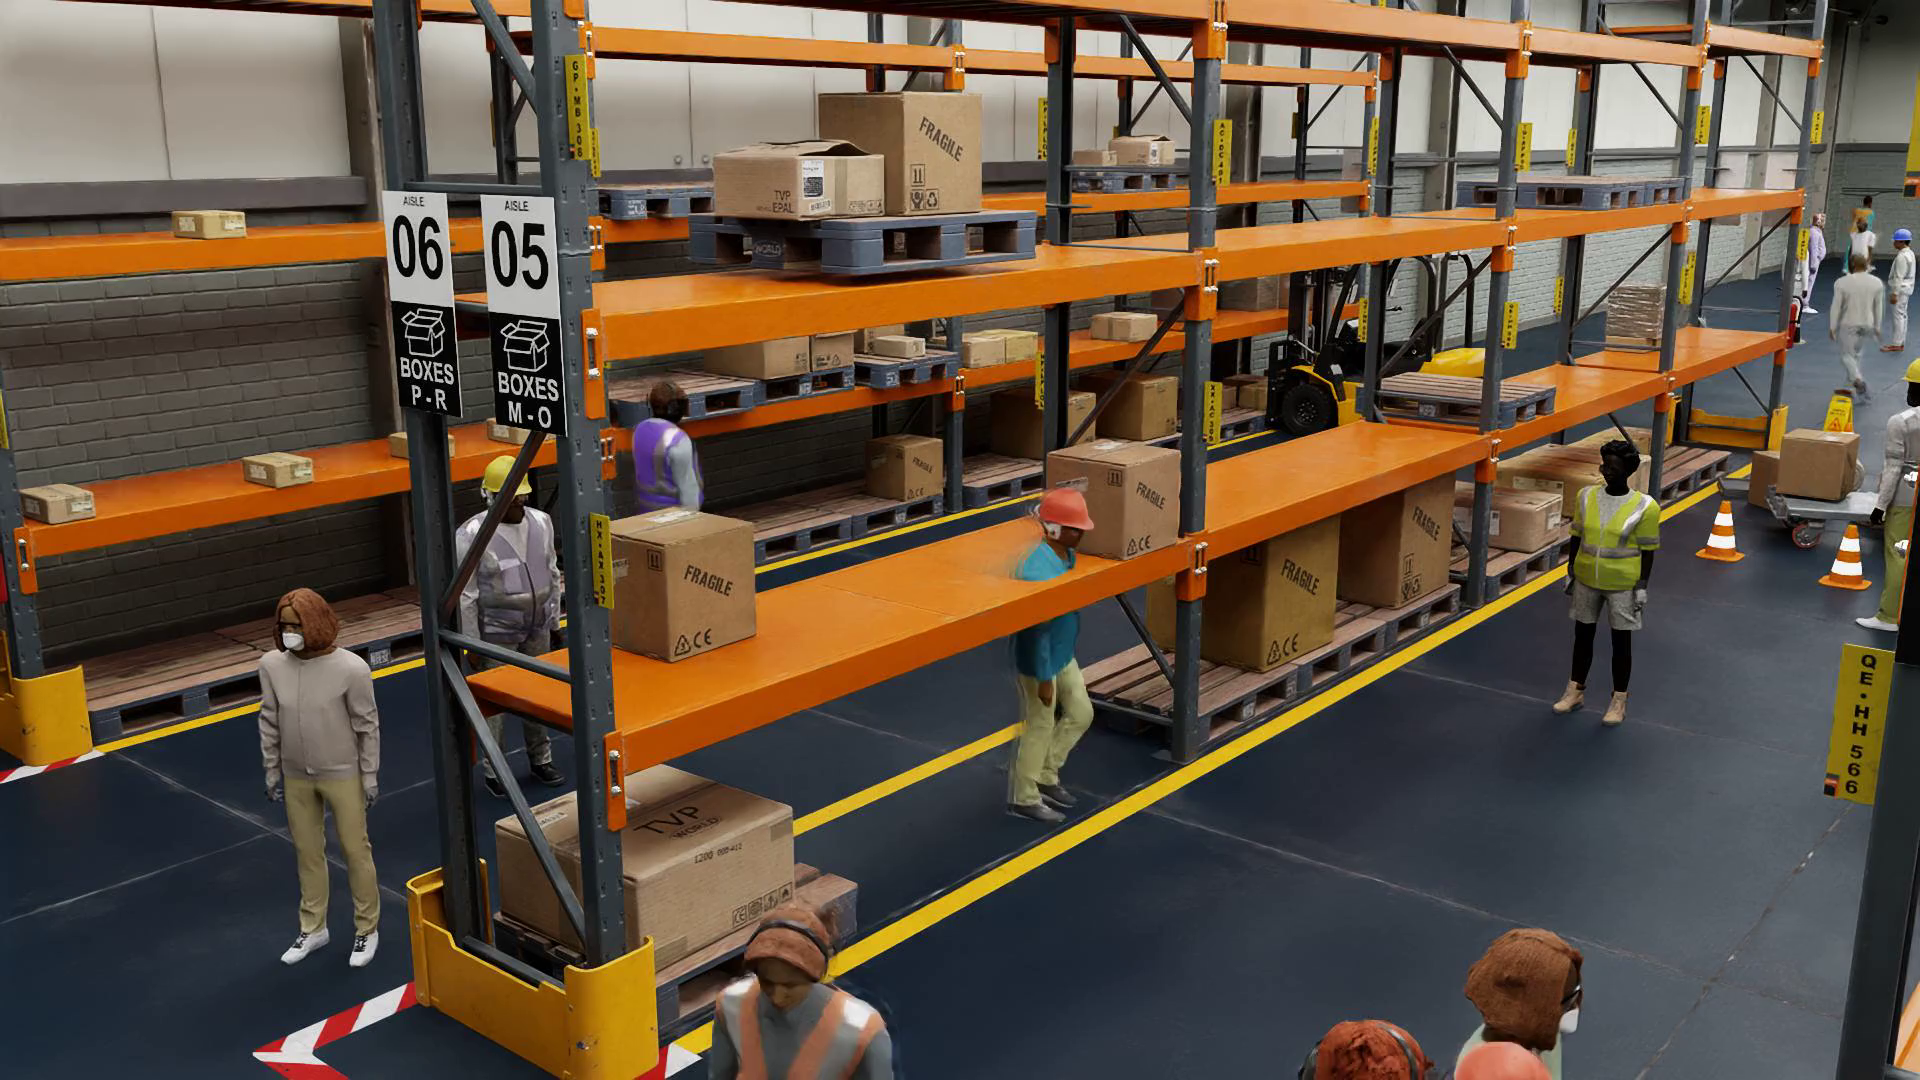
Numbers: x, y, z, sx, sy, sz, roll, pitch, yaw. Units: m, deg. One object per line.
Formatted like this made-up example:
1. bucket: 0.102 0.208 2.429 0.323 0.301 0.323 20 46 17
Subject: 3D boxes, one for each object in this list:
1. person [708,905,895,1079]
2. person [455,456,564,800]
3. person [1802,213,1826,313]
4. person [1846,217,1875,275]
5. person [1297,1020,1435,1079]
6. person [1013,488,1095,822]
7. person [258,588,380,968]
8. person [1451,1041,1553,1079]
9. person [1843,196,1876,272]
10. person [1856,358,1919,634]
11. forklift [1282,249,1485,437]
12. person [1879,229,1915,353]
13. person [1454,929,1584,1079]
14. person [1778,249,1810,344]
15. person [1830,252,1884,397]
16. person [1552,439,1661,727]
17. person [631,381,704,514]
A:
1. person: -0.389 1.655 4.248 0.521 1.584 0.854 8 16 31
2. person: -2.334 0.452 8.690 0.406 1.824 0.585 12 18 41
3. person: 16.443 -5.328 32.059 0.399 1.901 0.644 5 15 20
4. person: 17.772 -5.486 32.915 0.970 1.794 0.511 -12 18 -39
5. person: 0.658 1.765 3.323 0.649 1.817 0.999 0 14 1
6. person: 0.470 0.580 8.338 0.434 1.731 0.596 5 15 19
7. person: -2.644 0.985 6.897 0.503 1.632 0.271 2 14 8
8. person: 1.045 1.796 3.460 0.578 1.706 0.898 6 15 25
9. person: 22.407 -7.587 41.324 0.997 1.866 0.610 -6 15 -24
10. person: 6.593 -0.305 11.543 0.587 1.927 0.367 -5 15 -18
11. forklift: 4.886 -2.214 18.767 2.313 2.155 1.214 11 18 38
12. person: 14.850 -3.936 26.319 0.426 1.939 0.604 10 17 37
13. person: 1.309 1.689 4.048 0.277 1.626 0.502 11 18 38
14. person: 13.734 -4.163 27.348 0.355 1.883 0.575 -3 14 -10
15. person: 11.689 -2.774 21.649 0.671 1.908 0.720 -1 14 -2
16. person: 3.805 0.246 9.776 0.319 1.697 0.533 -13 19 -43
17. person: -1.989 -0.144 11.103 0.701 1.817 0.640 -10 17 -36
